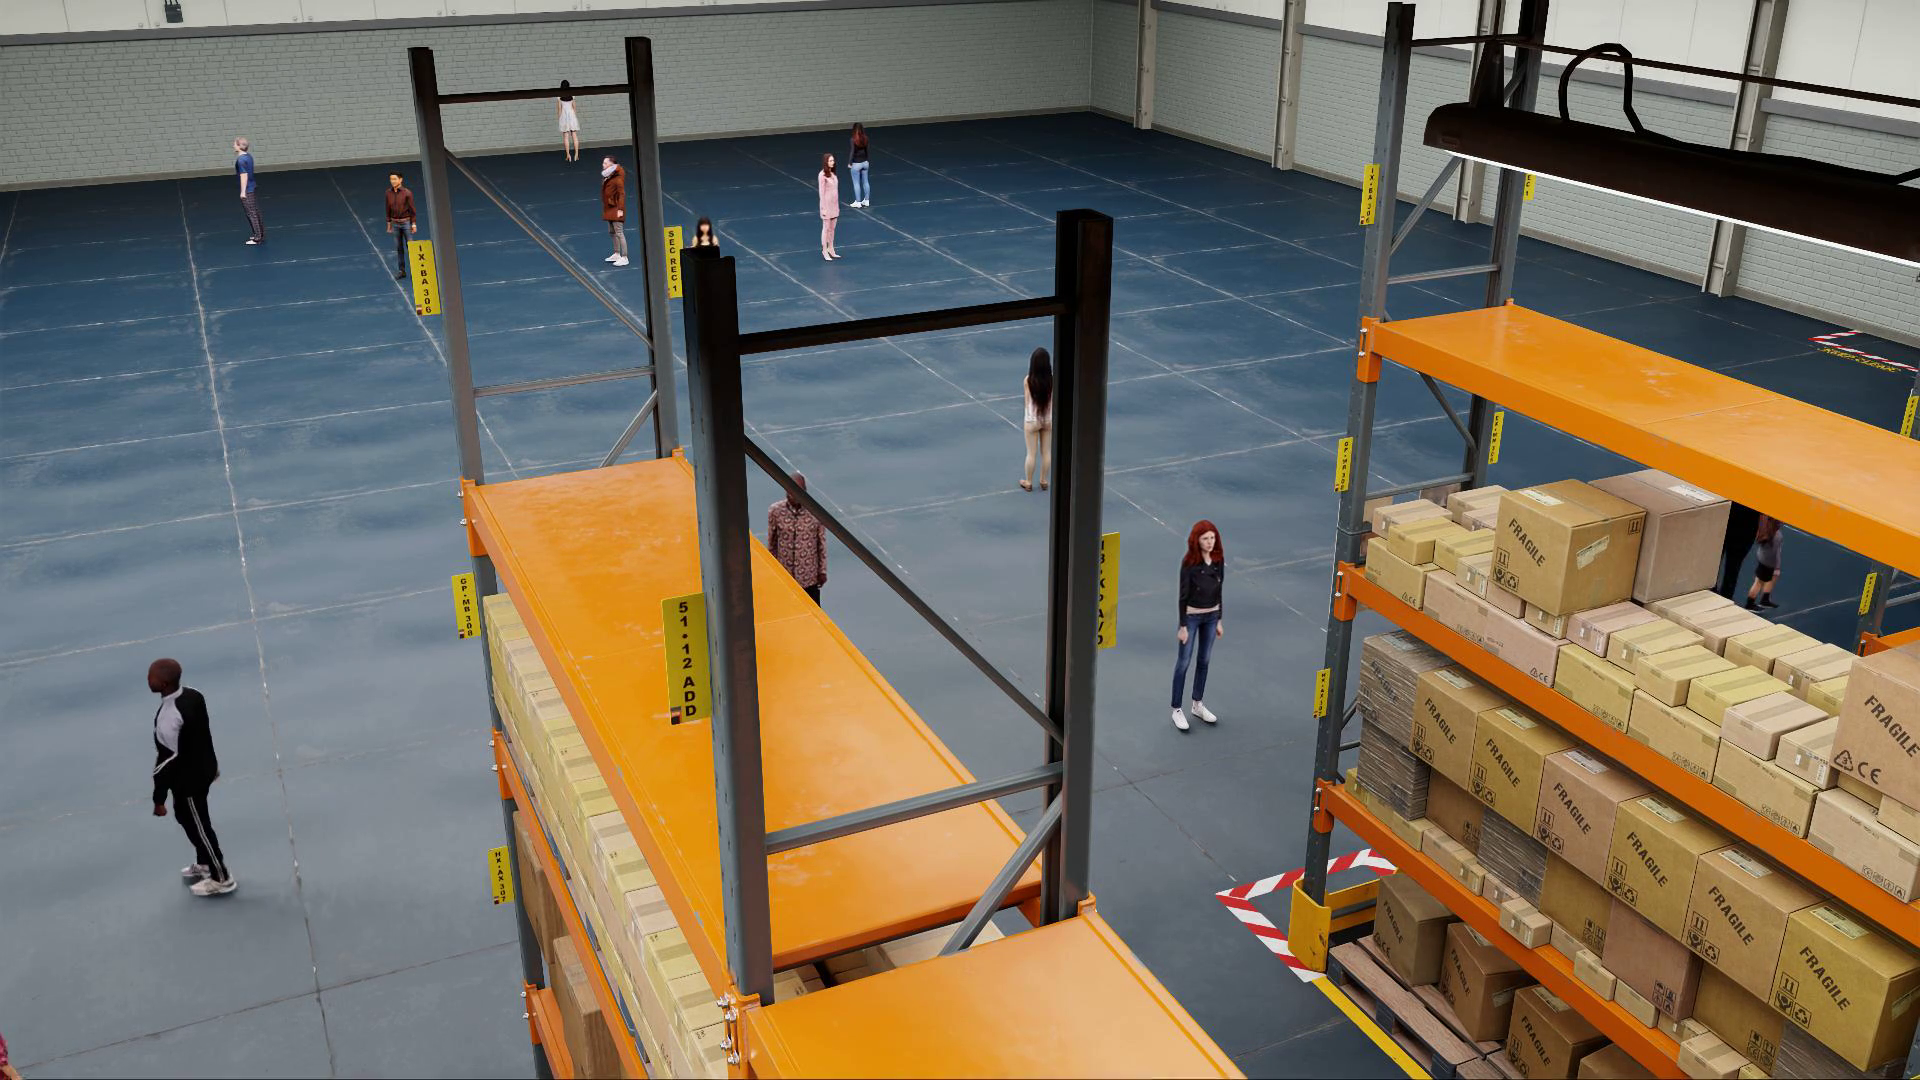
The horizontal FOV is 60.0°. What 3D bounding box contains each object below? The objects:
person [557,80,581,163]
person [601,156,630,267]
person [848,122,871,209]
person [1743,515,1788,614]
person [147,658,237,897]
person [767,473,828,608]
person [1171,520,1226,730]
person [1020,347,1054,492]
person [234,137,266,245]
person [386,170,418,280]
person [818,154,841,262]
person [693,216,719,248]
[{"bbox_3d":[-8.765,-9.388,37.218,0.629,1.775,0.608,-10,25,-23],"label":"person"},{"bbox_3d":[-5.860,-5.603,28.237,0.812,1.837,0.681,-15,27,-31],"label":"person"},{"bbox_3d":[-1.981,-7.377,32.666,0.713,1.634,0.667,-20,30,-39],"label":"person"},{"bbox_3d":[7.528,0.169,15.608,0.671,1.098,0.608,6,24,14],"label":"person"},{"bbox_3d":[-5.151,1.605,11.306,0.878,1.821,0.779,0,23,0],"label":"person"},{"bbox_3d":[-1.412,0.267,14.469,0.758,1.808,0.730,-1,23,-3],"label":"person"},{"bbox_3d":[1.947,0.676,13.535,0.559,1.787,0.517,-10,25,-23],"label":"person"},{"bbox_3d":[0.889,-1.321,18.400,0.637,1.653,0.571,-10,25,-23],"label":"person"},{"bbox_3d":[-12.711,-6.250,29.713,0.786,1.872,0.611,-2,23,-5],"label":"person"},{"bbox_3d":[-9.168,-5.188,27.330,0.719,1.782,0.706,2,23,5],"label":"person"},{"bbox_3d":[-2.260,-5.734,28.588,0.705,1.803,0.686,13,26,28],"label":"person"},{"bbox_3d":[-3.760,-4.012,24.749,0.709,1.638,0.894,-4,23,-8],"label":"person"}]
